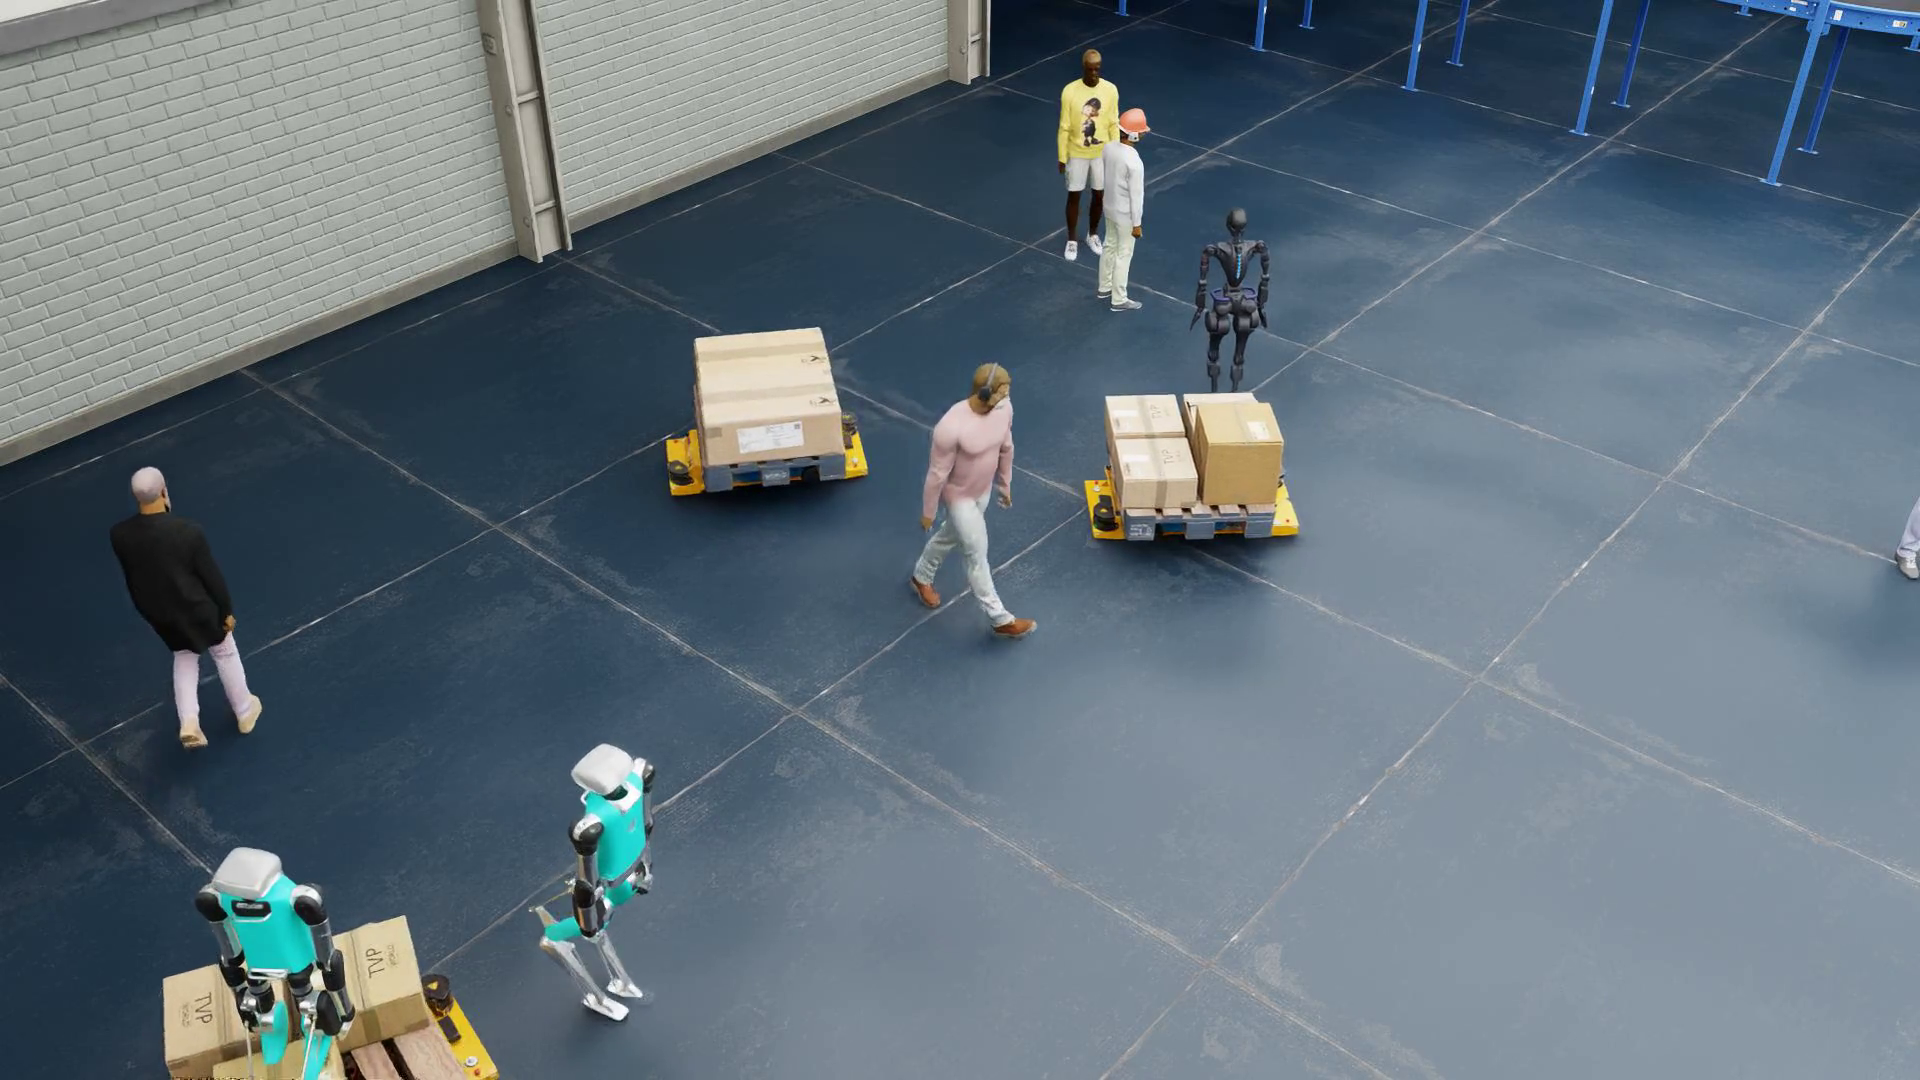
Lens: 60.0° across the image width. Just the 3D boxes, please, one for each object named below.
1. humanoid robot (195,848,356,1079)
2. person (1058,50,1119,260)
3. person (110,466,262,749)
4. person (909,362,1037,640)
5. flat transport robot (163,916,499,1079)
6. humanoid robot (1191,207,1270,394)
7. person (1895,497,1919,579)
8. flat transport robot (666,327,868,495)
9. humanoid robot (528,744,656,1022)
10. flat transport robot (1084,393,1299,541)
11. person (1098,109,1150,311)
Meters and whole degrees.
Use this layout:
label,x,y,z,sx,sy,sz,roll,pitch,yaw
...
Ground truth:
label,x,y,z,sx,sy,sz,roll,pitch,yaw
humanoid robot,-2.906,2.141,7.089,0.540,1.768,0.679,2,36,3
person,1.137,-3.425,14.798,0.547,1.903,0.386,-4,36,-5
person,-4.408,0.431,9.432,0.544,1.830,0.555,-4,36,-5
person,0.061,-0.274,10.401,1.035,1.865,0.690,25,42,31
flat transport robot,-2.953,2.600,7.737,1.431,0.231,0.659,-23,41,-29
humanoid robot,2.065,-1.746,12.626,0.584,1.658,0.352,-4,36,-5
person,6.596,-0.580,10.846,0.567,1.840,0.374,-5,36,-7
flat transport robot,-1.437,-0.647,12.296,1.431,0.231,0.659,-6,36,-9
humanoid robot,-1.758,1.626,7.845,0.744,1.790,0.533,15,38,21
flat transport robot,1.626,-0.273,11.771,1.431,0.231,0.659,-1,35,-2
person,1.397,-2.789,14.031,0.344,1.743,0.565,-15,38,-19
